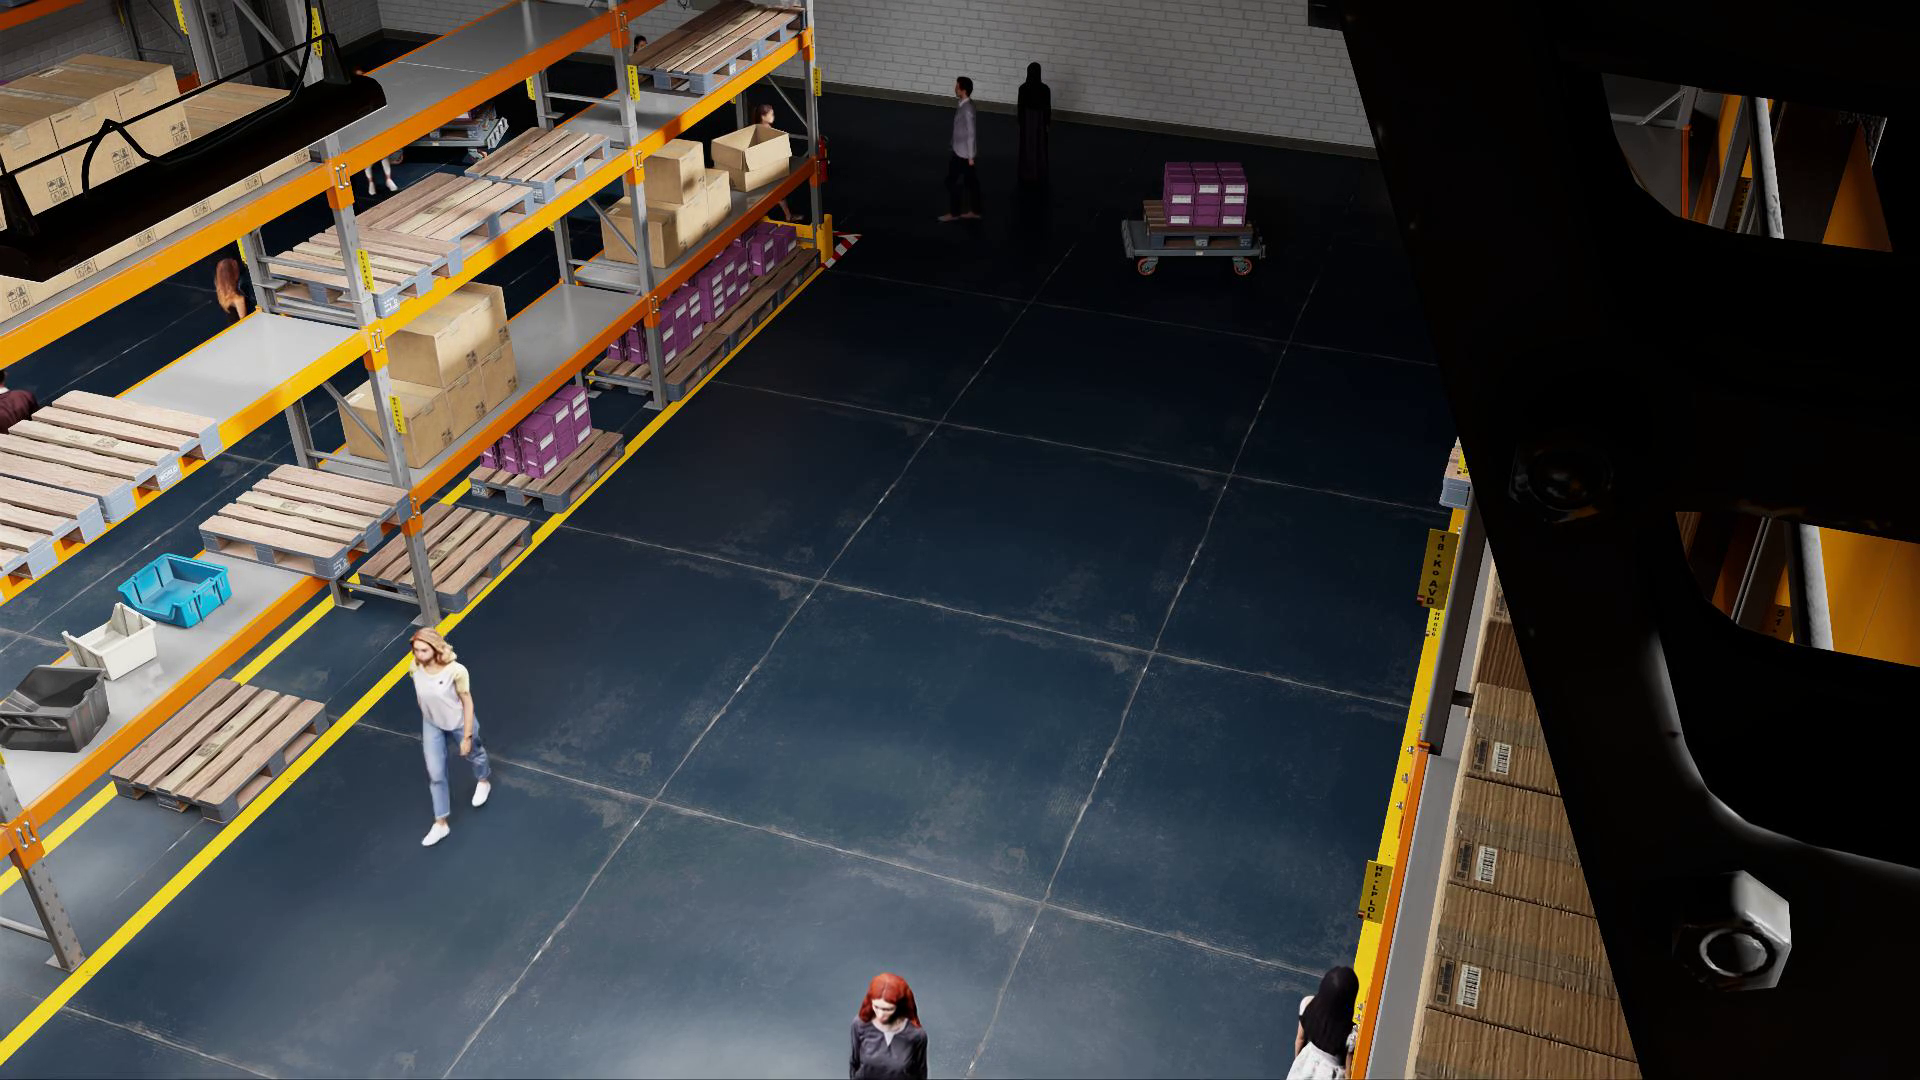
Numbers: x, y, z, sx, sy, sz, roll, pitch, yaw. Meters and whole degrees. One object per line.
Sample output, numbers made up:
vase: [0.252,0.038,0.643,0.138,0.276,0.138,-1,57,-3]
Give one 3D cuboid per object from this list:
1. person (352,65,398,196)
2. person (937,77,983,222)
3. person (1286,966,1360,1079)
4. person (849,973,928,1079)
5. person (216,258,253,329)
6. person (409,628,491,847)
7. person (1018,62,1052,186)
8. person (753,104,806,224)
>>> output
person: [-7.682,-5.353,21.634,0.675,1.706,0.733,-14,36,-20]
person: [0.147,-4.877,20.805,0.853,1.831,0.816,3,34,4]
person: [1.967,2.983,9.037,0.797,1.769,0.775,-25,41,-33]
person: [-0.382,2.998,9.005,0.610,1.780,0.558,6,34,9]
person: [-7.198,-1.982,16.559,0.727,1.712,0.921,23,40,30]
person: [-3.542,1.243,11.728,0.734,1.687,1.055,5,34,7]
person: [0.970,-5.513,21.958,0.630,1.615,0.629,6,34,9]
person: [-2.480,-4.691,20.807,0.732,1.521,0.958,5,34,8]
